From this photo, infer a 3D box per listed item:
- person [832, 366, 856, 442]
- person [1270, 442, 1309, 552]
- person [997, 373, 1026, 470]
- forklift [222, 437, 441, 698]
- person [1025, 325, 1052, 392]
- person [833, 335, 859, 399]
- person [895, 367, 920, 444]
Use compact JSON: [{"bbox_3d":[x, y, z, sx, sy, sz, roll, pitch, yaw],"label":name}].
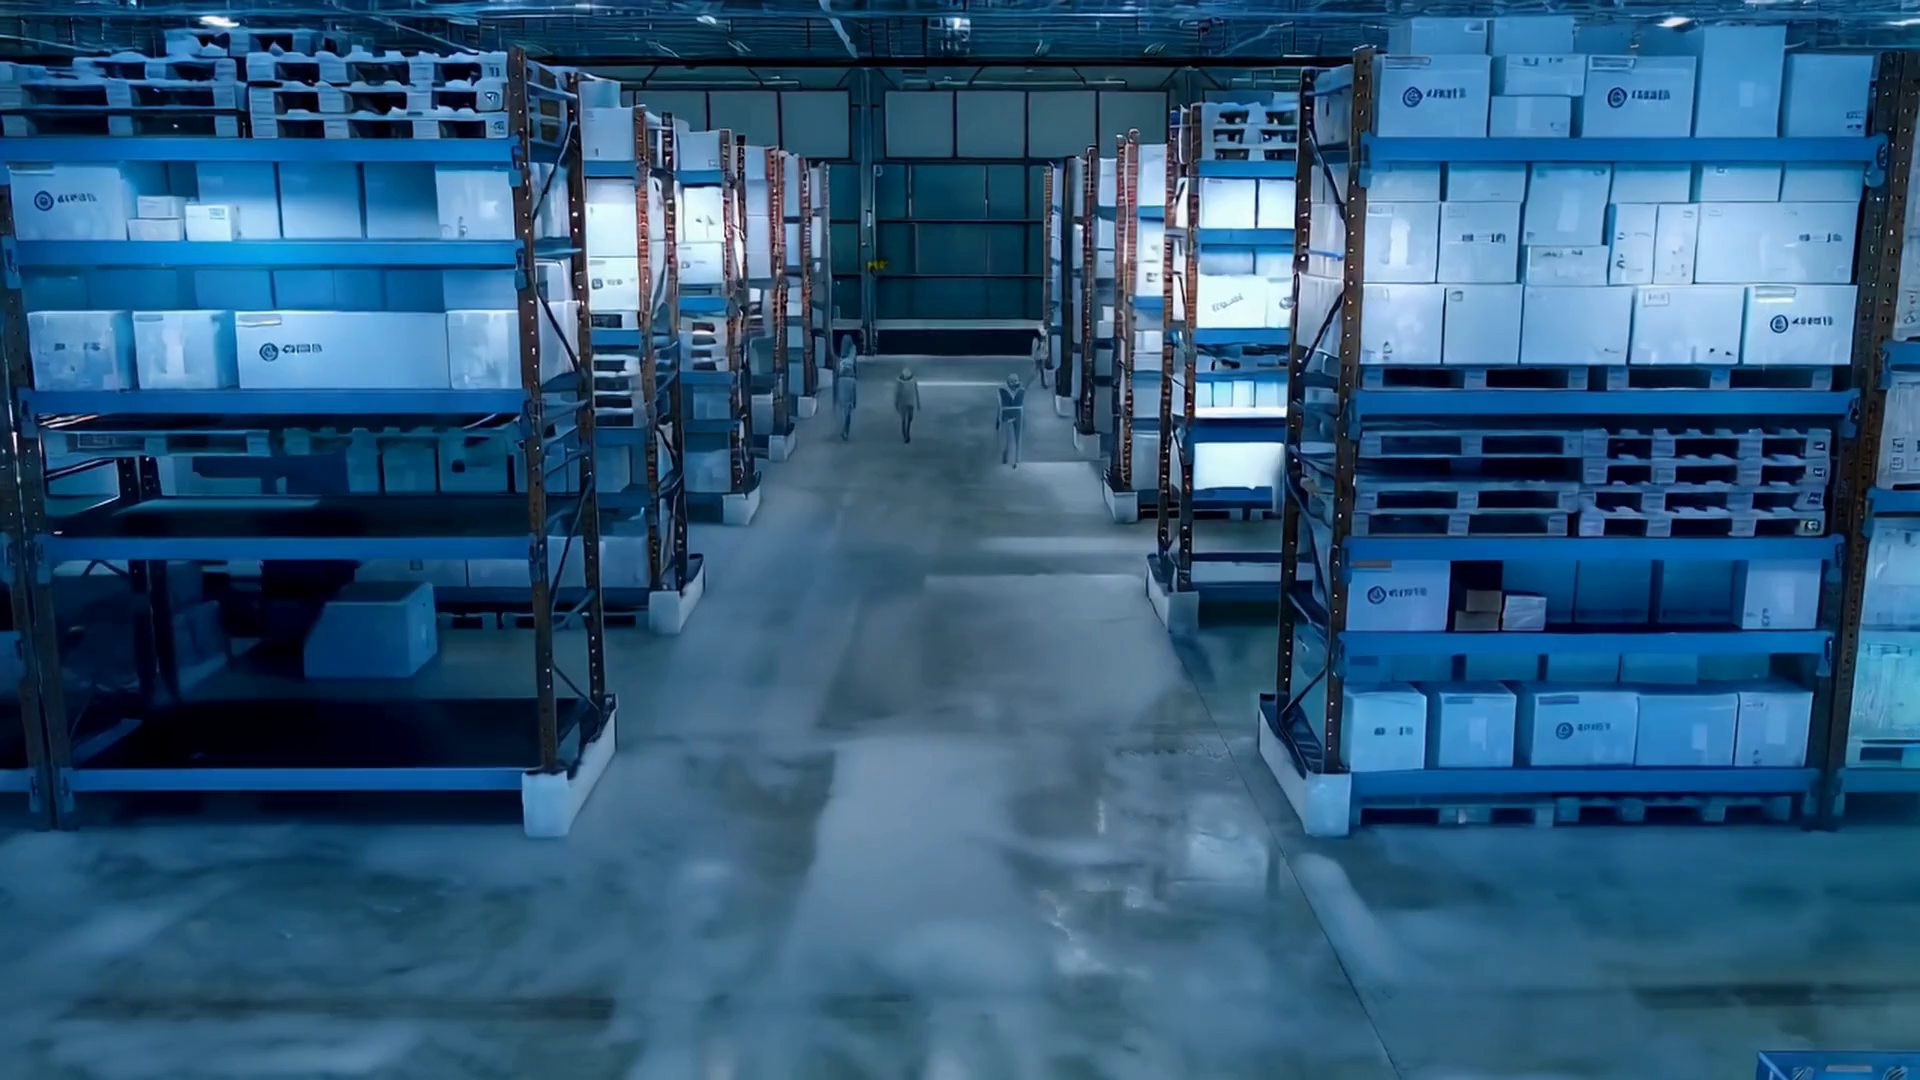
[{"bbox_3d":[-2.454,-2.886,35.201,0.510,1.599,0.806,0,11,0],"label":"person"},{"bbox_3d":[4.616,-0.613,23.247,0.853,1.881,0.653,-7,13,-31],"label":"person"},{"bbox_3d":[0.963,-2.272,31.576,0.578,1.823,0.775,-2,12,-9],"label":"person"},{"bbox_3d":[-6.387,0.185,16.784,1.873,2.768,1.129,0,11,-1],"label":"forklift"},{"bbox_3d":[2.117,-4.886,44.646,0.918,1.807,0.630,8,14,35],"label":"person"},{"bbox_3d":[-2.706,-3.921,39.589,0.625,1.889,0.787,-1,11,-3],"label":"person"},{"bbox_3d":[-1.121,-2.854,35.030,0.509,1.603,0.783,-3,12,-15],"label":"person"}]
